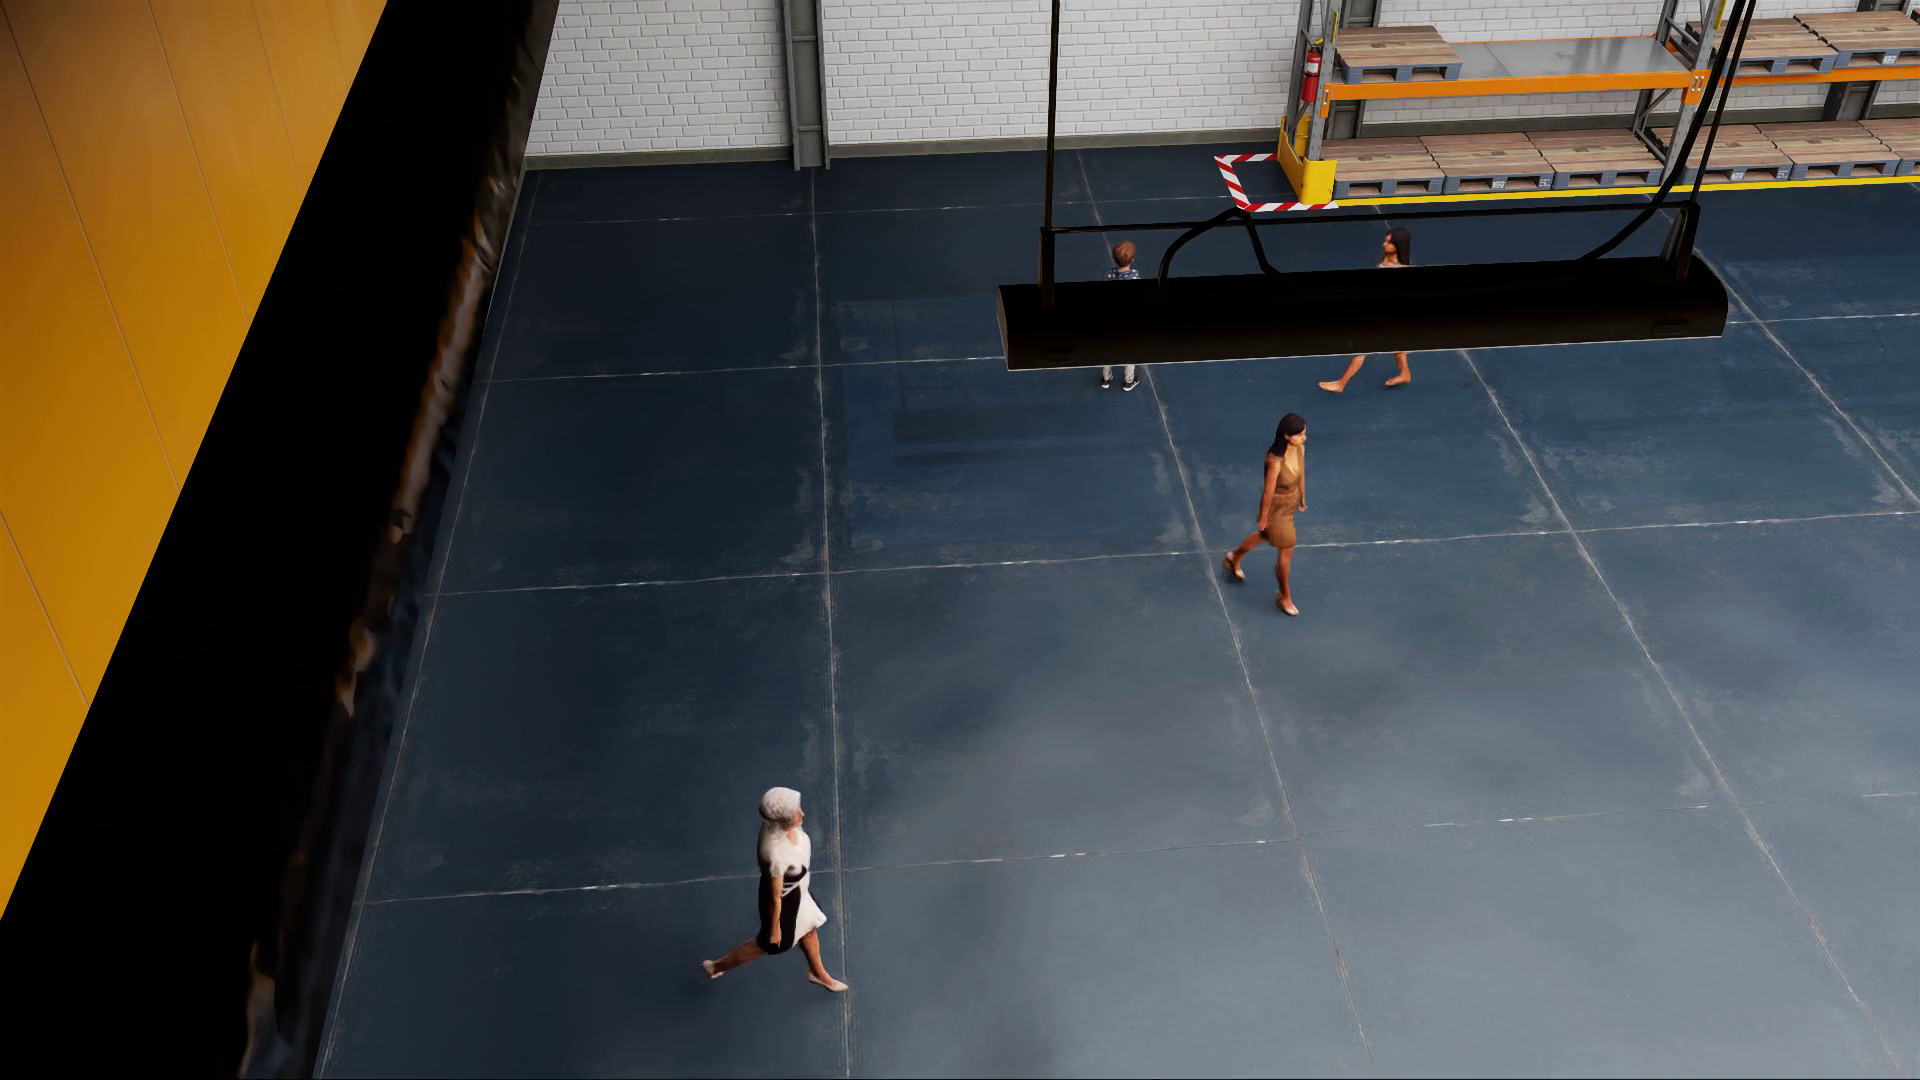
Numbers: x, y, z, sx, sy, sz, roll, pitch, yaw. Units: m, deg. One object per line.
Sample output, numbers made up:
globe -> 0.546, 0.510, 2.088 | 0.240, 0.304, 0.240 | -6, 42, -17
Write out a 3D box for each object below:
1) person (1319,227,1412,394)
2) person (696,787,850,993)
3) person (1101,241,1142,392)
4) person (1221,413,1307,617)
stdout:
person -> 3.794, -1.985, 14.528 | 1.113, 1.595, 0.672 | -6, 39, -7
person -> -1.115, 2.029, 9.408 | 1.150, 1.713, 0.726 | 1, 39, 1
person -> 1.420, -1.977, 14.645 | 0.539, 1.438, 0.649 | 13, 40, 16
person -> 2.287, -0.261, 12.310 | 1.012, 1.670, 0.919 | 25, 45, 28
